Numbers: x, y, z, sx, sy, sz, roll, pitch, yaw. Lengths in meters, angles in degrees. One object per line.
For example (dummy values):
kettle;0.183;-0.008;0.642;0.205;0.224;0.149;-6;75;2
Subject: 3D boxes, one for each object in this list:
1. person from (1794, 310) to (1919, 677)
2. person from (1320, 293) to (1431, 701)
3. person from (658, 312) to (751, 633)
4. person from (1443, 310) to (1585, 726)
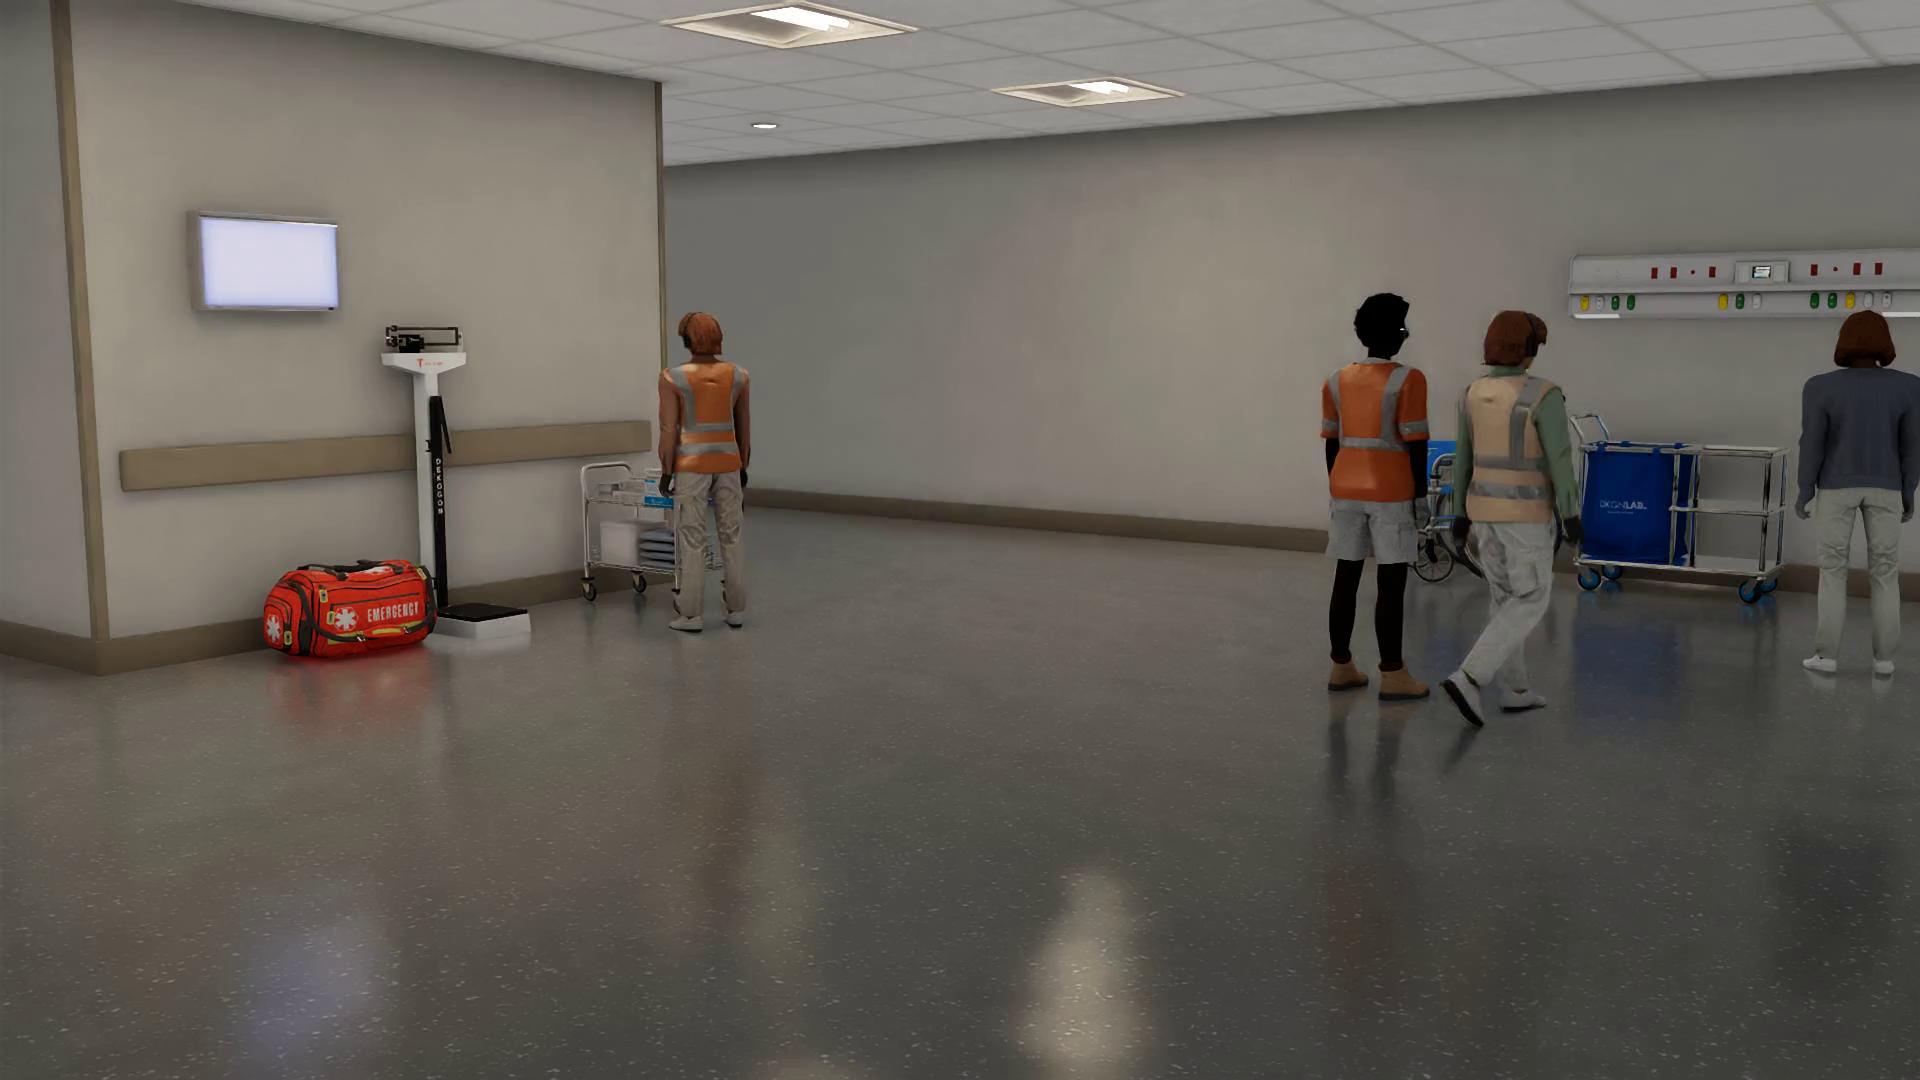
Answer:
person;3.990;-0.203;7.404;0.501;1.633;0.289;2;7;15
person;1.746;-0.181;6.977;0.322;1.697;0.530;-5;9;-37
person;-1.300;-0.343;8.515;0.513;1.640;0.307;-5;9;-34
person;2.137;-0.087;6.508;0.652;1.616;0.524;-3;8;-25
